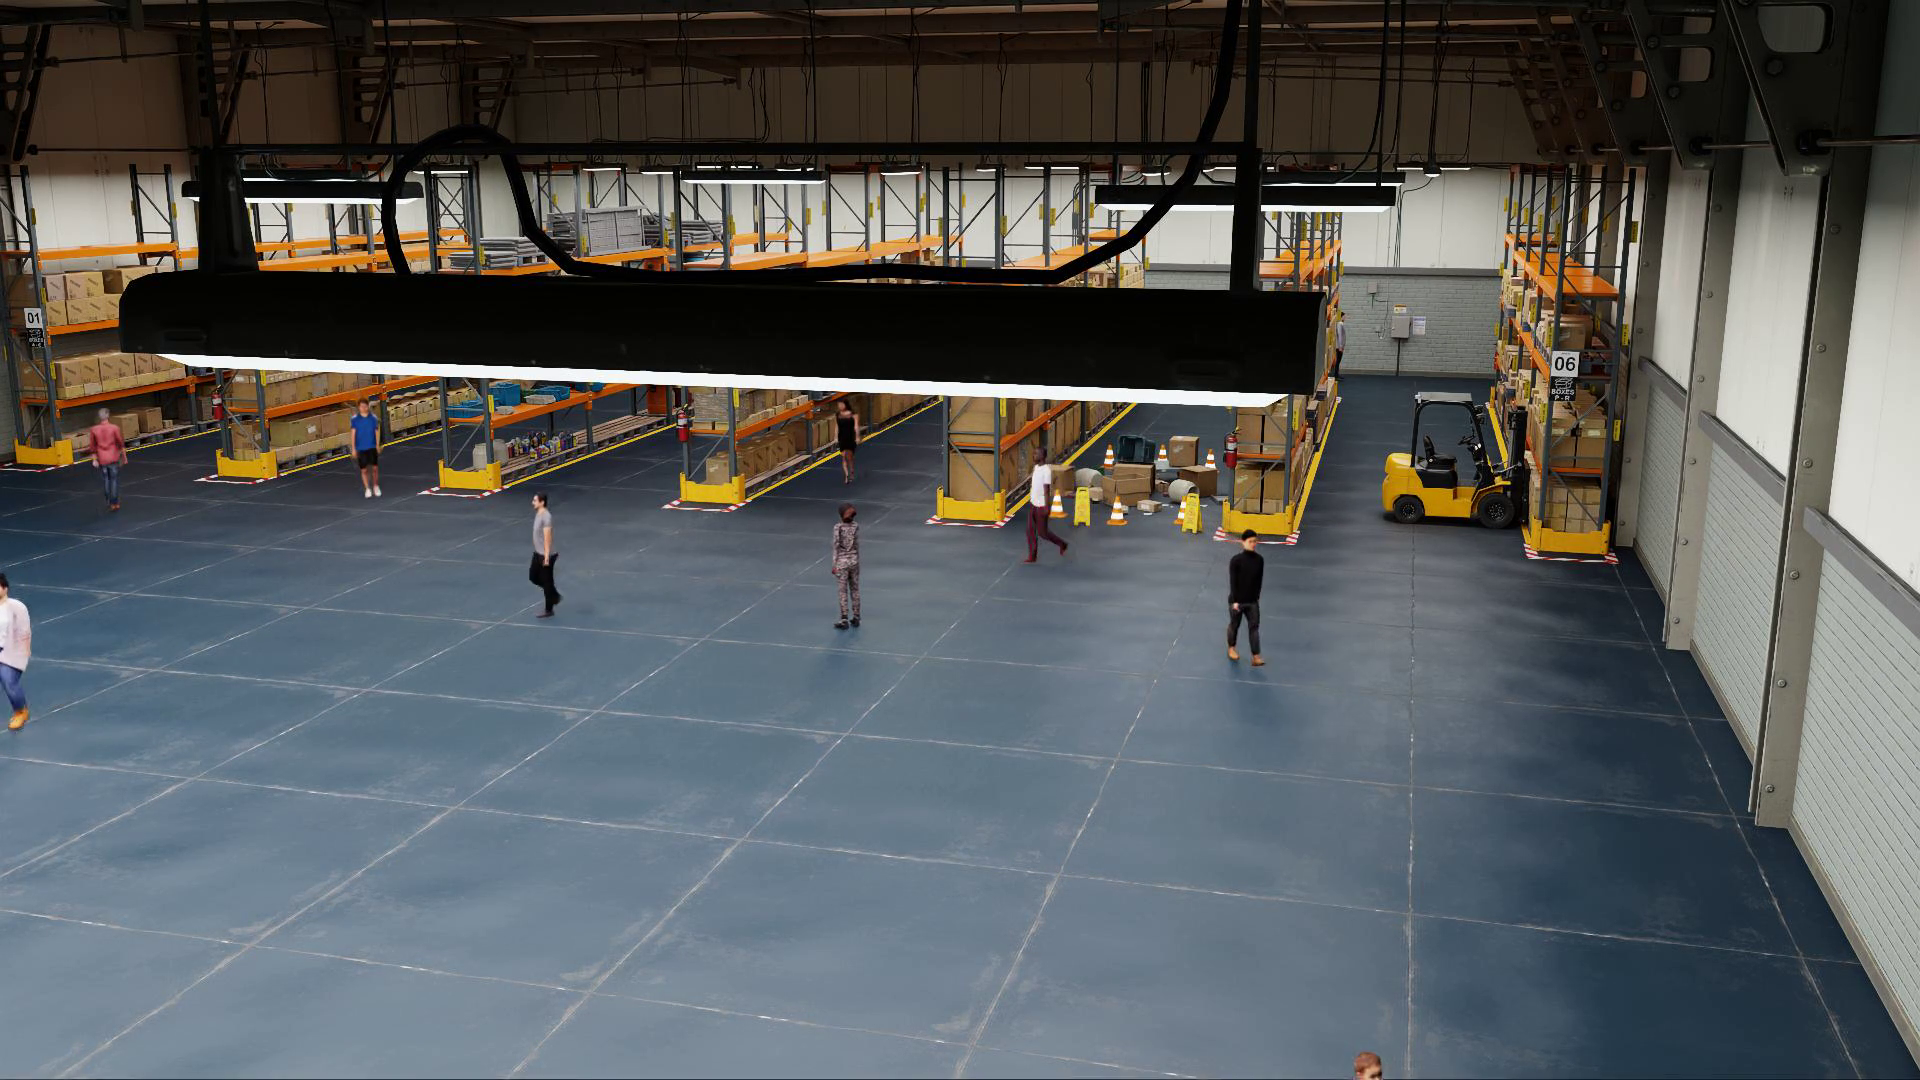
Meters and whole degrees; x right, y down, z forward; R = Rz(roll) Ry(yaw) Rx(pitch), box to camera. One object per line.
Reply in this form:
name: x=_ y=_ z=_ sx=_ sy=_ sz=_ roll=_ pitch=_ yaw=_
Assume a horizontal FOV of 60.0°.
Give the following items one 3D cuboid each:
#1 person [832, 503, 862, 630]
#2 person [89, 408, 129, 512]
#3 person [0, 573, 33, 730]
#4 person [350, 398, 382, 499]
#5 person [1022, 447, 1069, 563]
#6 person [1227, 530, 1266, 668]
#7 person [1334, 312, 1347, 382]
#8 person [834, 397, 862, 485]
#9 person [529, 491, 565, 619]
person: x=-1.507 y=0.333 z=22.207 sx=0.671 sy=1.713 sz=0.745 roll=-10 pitch=16 yaw=-37
person: x=-15.138 y=-1.414 z=29.531 sx=0.845 sy=1.811 sz=0.938 roll=-1 pitch=13 yaw=-4
person: x=-10.497 y=1.200 z=18.430 sx=0.672 sy=1.728 sz=0.658 roll=3 pitch=13 yaw=13
person: x=-10.977 y=-1.703 z=30.689 sx=0.801 sy=1.851 sz=0.850 roll=-6 pitch=14 yaw=-23
person: x=1.313 y=-0.538 z=25.740 sx=1.042 sy=1.815 sz=1.045 roll=-4 pitch=14 yaw=-19
person: x=3.488 y=0.713 z=20.634 sx=0.979 sy=1.682 sz=1.179 roll=-3 pitch=13 yaw=-14
person: x=10.645 y=-5.444 z=46.690 sx=0.807 sy=1.923 sz=0.574 roll=2 pitch=13 yaw=10
person: x=-2.134 y=-1.906 z=31.900 sx=0.678 sy=1.701 sz=0.631 roll=4 pitch=14 yaw=18
person: x=-5.600 y=0.188 z=22.762 sx=0.873 sy=1.744 sz=0.811 roll=-8 pitch=15 yaw=-31
